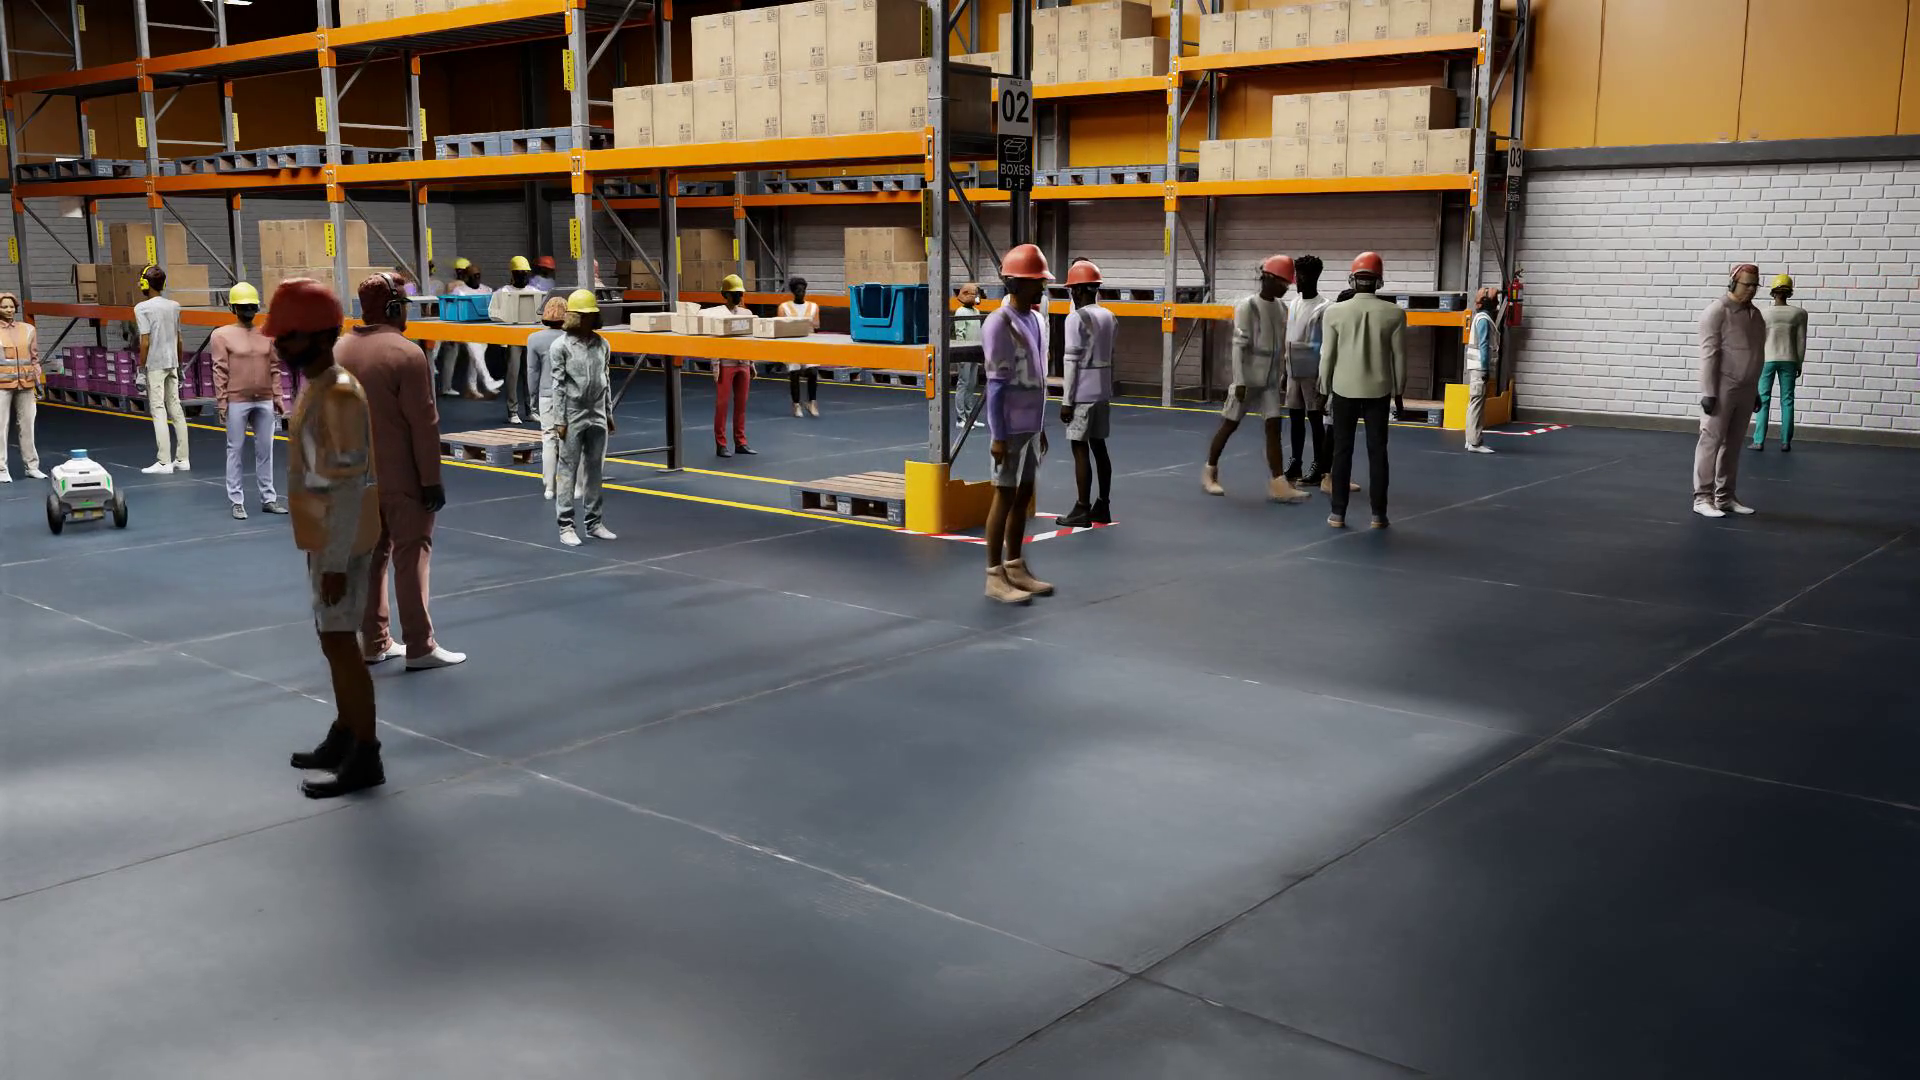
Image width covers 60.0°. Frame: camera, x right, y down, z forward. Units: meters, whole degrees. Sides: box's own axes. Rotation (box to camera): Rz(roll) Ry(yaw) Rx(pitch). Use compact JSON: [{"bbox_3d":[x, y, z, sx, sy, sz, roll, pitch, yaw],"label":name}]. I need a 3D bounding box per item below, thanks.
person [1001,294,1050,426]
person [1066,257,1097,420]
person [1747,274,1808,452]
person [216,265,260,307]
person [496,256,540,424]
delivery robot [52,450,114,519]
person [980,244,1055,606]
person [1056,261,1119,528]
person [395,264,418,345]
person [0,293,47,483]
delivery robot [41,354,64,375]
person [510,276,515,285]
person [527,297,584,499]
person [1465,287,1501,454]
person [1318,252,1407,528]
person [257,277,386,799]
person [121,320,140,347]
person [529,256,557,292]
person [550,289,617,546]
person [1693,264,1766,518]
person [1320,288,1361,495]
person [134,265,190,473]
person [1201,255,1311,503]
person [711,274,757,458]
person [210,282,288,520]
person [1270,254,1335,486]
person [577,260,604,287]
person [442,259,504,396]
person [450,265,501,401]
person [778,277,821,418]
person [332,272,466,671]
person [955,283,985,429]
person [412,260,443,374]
[{"bbox_3d":[0.756,-2.199,18.889,0.600,1.831,0.404,-4,11,-19],"label":"person"},{"bbox_3d":[1.438,-2.319,19.332,0.375,1.917,0.598,2,10,14],"label":"person"},{"bbox_3d":[8.134,-1.758,16.576,0.522,1.768,0.312,2,10,11],"label":"person"},{"bbox_3d":[-9.949,-2.921,23.015,0.599,1.827,0.404,-9,14,-42],"label":"person"},{"bbox_3d":[-5.065,-2.306,19.227,0.364,1.930,0.588,9,13,42],"label":"person"},{"bbox_3d":[-6.388,-0.415,12.102,0.477,0.478,0.707,-6,12,-31],"label":"delivery robot"},{"bbox_3d":[0.359,-0.656,9.511,0.390,2.040,0.614,5,11,27],"label":"person"},{"bbox_3d":[0.910,-1.059,12.136,0.382,1.932,0.541,8,13,38],"label":"person"},{"bbox_3d":[-7.163,-2.651,21.532,0.660,1.809,0.579,2,10,14],"label":"person"},{"bbox_3d":[-8.243,-1.325,14.466,0.306,1.639,0.523,7,12,33],"label":"person"},{"bbox_3d":[-12.381,-2.316,22.926,0.707,0.478,0.477,7,12,35],"label":"delivery robot"},{"bbox_3d":[-6.912,-3.368,26.118,0.506,1.633,0.279,-3,10,-15],"label":"person"},{"bbox_3d":[-3.229,-1.141,13.438,0.507,1.631,0.266,-1,10,-5],"label":"person"},{"bbox_3d":[5.180,-1.682,16.497,0.309,1.641,0.514,2,10,13],"label":"person"},{"bbox_3d":[2.914,-1.080,12.057,0.625,1.992,0.386,2,10,11],"label":"person"},{"bbox_3d":[-2.373,-0.004,6.218,0.375,1.914,0.708,-5,11,-26],"label":"person"},{"bbox_3d":[-11.945,-3.108,24.239,0.971,1.789,0.706,2,10,10],"label":"person"},{"bbox_3d":[-6.728,-3.634,26.891,0.589,1.899,0.558,5,11,27],"label":"person"},{"bbox_3d":[-2.566,-0.839,11.404,0.324,1.743,0.490,8,13,39],"label":"person"},{"bbox_3d":[5.849,-1.124,12.580,0.636,1.903,0.405,-6,12,-30],"label":"person"},{"bbox_3d":[3.166,-1.217,13.687,0.319,1.695,0.539,7,12,36],"label":"person"},{"bbox_3d":[-7.216,-1.532,14.989,0.320,1.871,0.533,3,10,18],"label":"person"},{"bbox_3d":[2.359,-1.296,13.385,0.719,1.973,1.054,-7,12,-36],"label":"person"},{"bbox_3d":[-2.194,-1.690,16.187,0.314,1.767,0.534,9,13,42],"label":"person"},{"bbox_3d":[-5.341,-1.046,12.519,0.310,1.769,0.523,8,13,39],"label":"person"},{"bbox_3d":[2.955,-1.444,14.216,0.367,1.966,0.603,-5,11,-28],"label":"person"},{"bbox_3d":[-4.230,-2.264,19.054,0.409,1.907,0.651,-1,10,-5],"label":"person"},{"bbox_3d":[-6.832,-2.938,22.997,0.602,1.863,0.983,6,12,30],"label":"person"},{"bbox_3d":[-6.386,-2.749,22.160,0.962,1.782,0.745,8,13,39],"label":"person"},{"bbox_3d":[-1.895,-2.268,19.723,0.535,1.678,0.520,-3,10,-17],"label":"person"},{"bbox_3d":[-2.714,-0.323,8.001,0.642,1.909,0.410,6,11,29],"label":"person"},{"bbox_3d":[0.105,-2.066,18.702,0.276,1.632,0.507,5,11,24],"label":"person"},{"bbox_3d":[-8.470,-3.543,26.517,0.513,1.853,0.624,0,10,-1],"label":"person"}]
